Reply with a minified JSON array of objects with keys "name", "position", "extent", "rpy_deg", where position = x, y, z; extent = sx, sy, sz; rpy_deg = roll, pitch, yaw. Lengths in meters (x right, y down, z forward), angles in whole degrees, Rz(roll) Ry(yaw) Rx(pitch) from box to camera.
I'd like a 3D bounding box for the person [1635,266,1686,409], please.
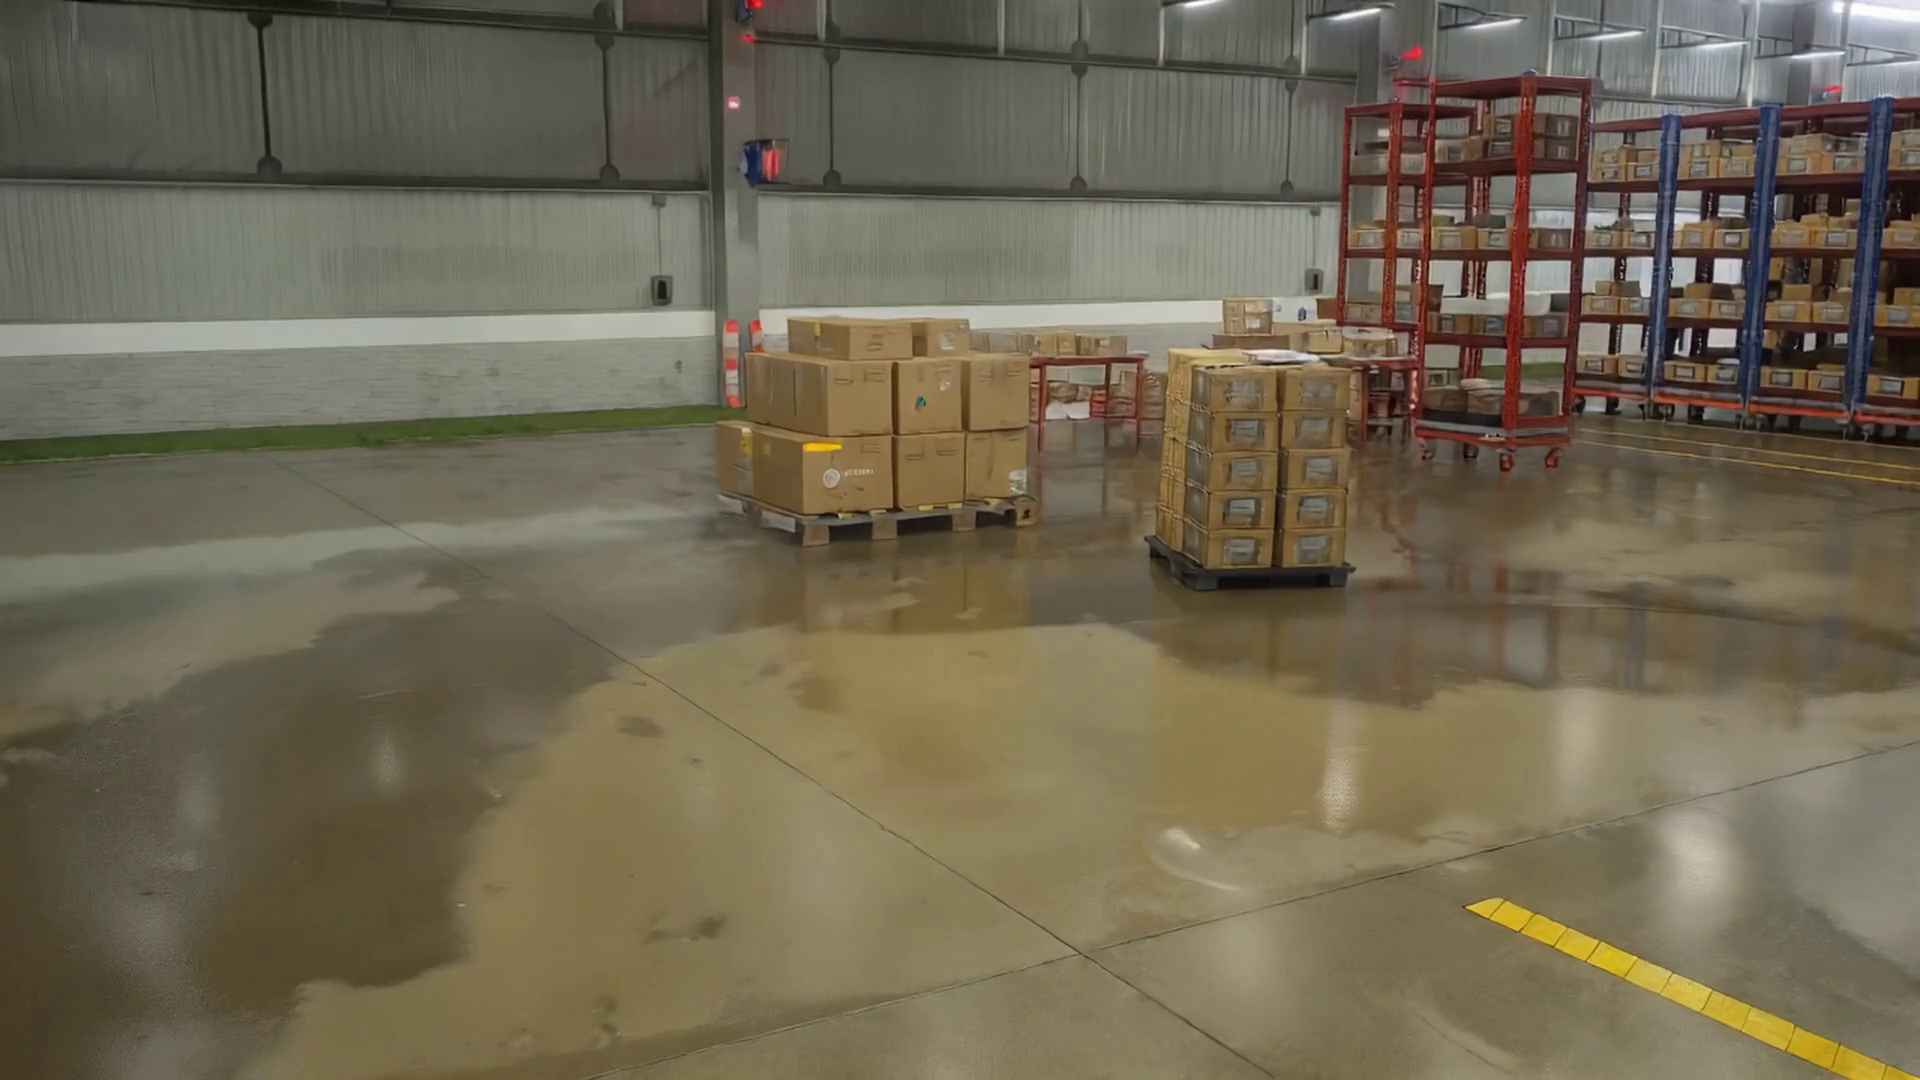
[{"name":"person","position":[8.953,-2.578,21.206],"extent":[0.383,1.842,0.570],"rpy_deg":[-10,14,-43]}]
